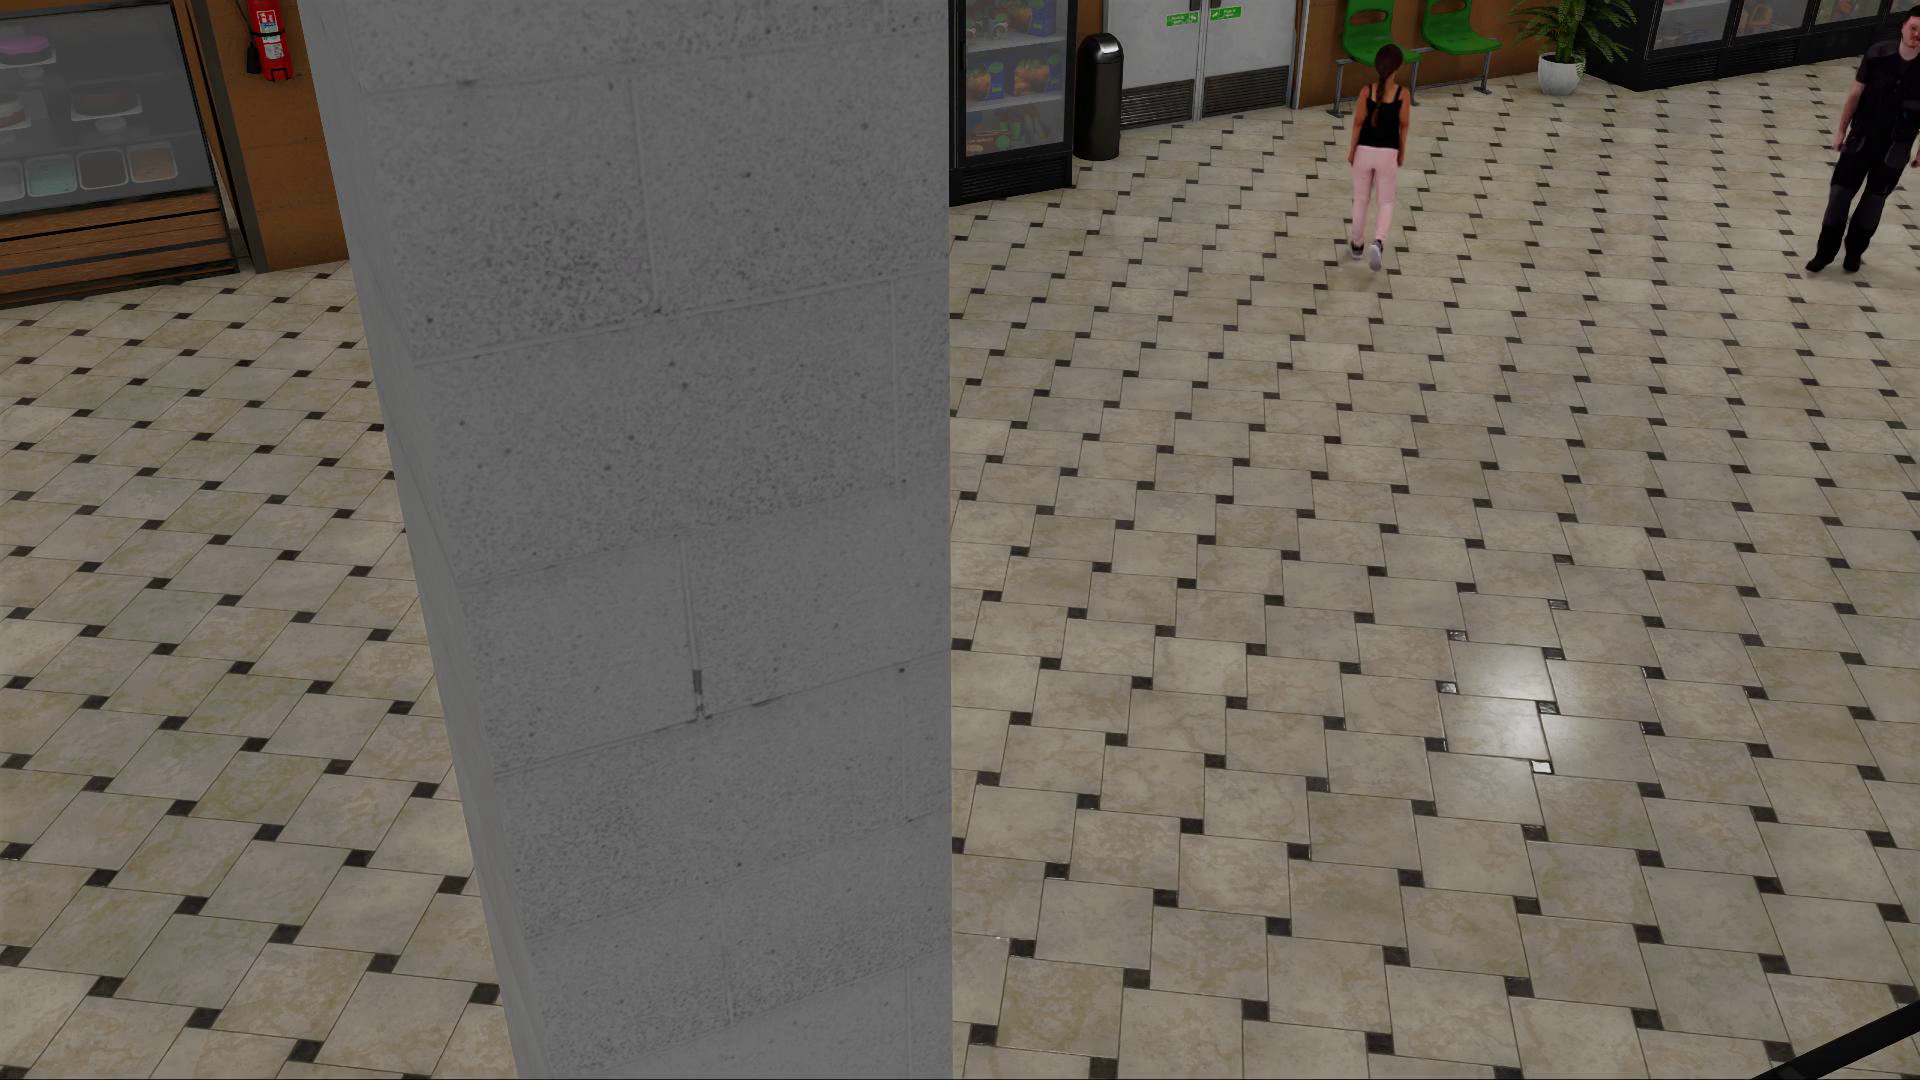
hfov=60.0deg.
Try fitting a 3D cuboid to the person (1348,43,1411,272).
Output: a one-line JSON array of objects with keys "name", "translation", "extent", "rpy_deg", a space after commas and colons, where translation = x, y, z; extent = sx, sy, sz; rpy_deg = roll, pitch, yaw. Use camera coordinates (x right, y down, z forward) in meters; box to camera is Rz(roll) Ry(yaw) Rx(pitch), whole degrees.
[{"name": "person", "translation": [2.870, -2.613, 11.445], "extent": [0.845, 1.551, 0.946], "rpy_deg": [7, 33, 12]}]

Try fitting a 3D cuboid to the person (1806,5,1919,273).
[{"name": "person", "translation": [6.313, -2.746, 11.395], "extent": [0.876, 1.831, 0.956], "rpy_deg": [17, 36, 25]}]
